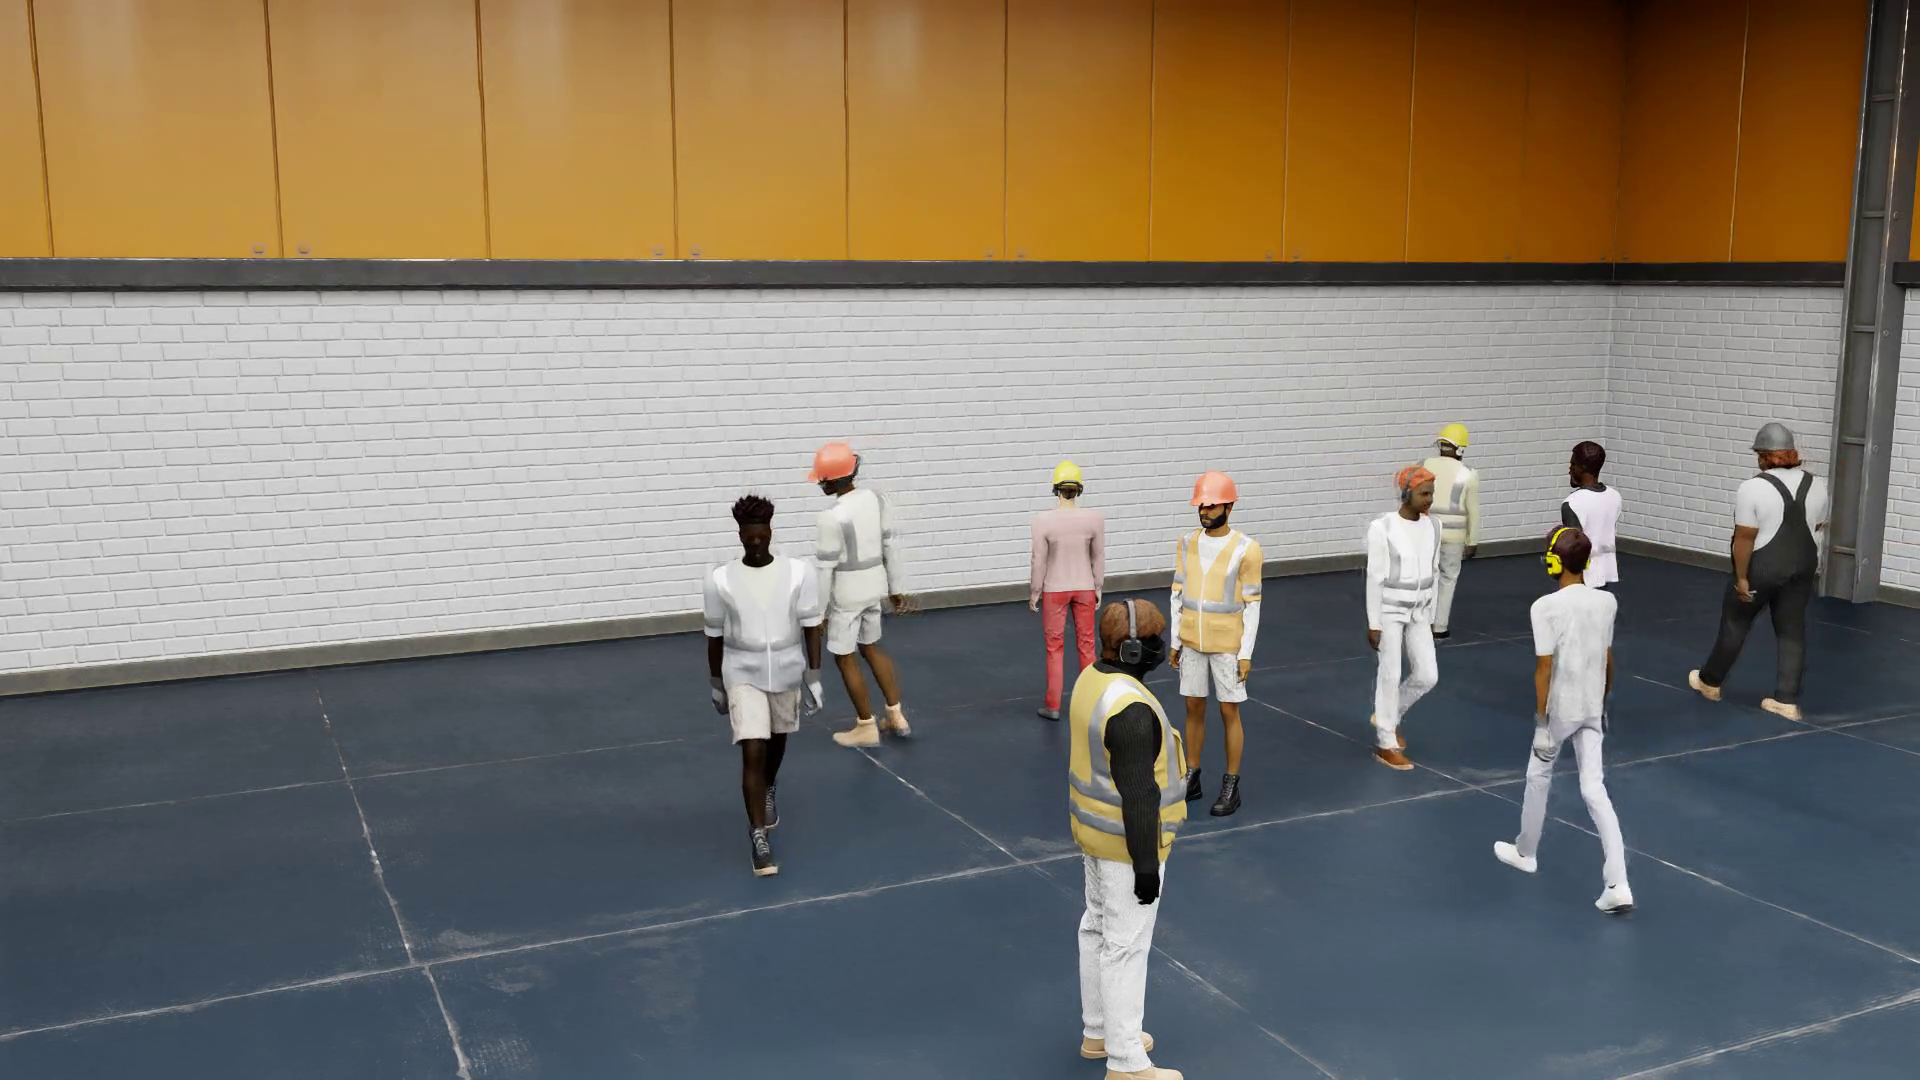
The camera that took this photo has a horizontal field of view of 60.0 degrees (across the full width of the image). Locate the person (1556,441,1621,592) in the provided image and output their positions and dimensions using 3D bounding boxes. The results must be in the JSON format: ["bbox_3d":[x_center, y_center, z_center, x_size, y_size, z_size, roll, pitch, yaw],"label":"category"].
[{"bbox_3d":[4.167,0.297,11.102,0.593,1.920,0.391,-8,12,-42],"label":"person"}]

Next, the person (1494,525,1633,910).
[{"bbox_3d":[2.979,0.841,8.063,0.547,1.821,0.957,-3,10,-16],"label":"person"}]

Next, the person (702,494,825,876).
[{"bbox_3d":[-1.041,0.685,8.741,0.601,1.914,1.038,-3,10,-17],"label":"person"}]

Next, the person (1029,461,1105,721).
[{"bbox_3d":[0.723,0.348,11.261,0.523,1.769,0.314,-2,9,-13],"label":"person"}]

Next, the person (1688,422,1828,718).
[{"bbox_3d":[5.565,0.162,11.566,0.694,2.000,0.892,-1,9,-7],"label":"person"}]

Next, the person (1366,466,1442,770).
[{"bbox_3d":[2.698,0.472,10.181,0.590,1.867,0.437,-4,10,-23],"label":"person"}]

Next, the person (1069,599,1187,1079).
[{"bbox_3d":[0.627,1.125,6.210,0.429,1.844,0.625,-2,9,-11],"label":"person"}]

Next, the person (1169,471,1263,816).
[{"bbox_3d":[1.412,0.573,9.334,0.544,1.939,0.354,7,11,36],"label":"person"}]

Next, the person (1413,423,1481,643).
[{"bbox_3d":[3.962,-0.055,13.619,0.606,1.810,0.431,7,12,37],"label":"person"}]

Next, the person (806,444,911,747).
[{"bbox_3d":[-0.651,0.363,10.522,0.407,1.975,0.737,6,11,35],"label":"person"}]
